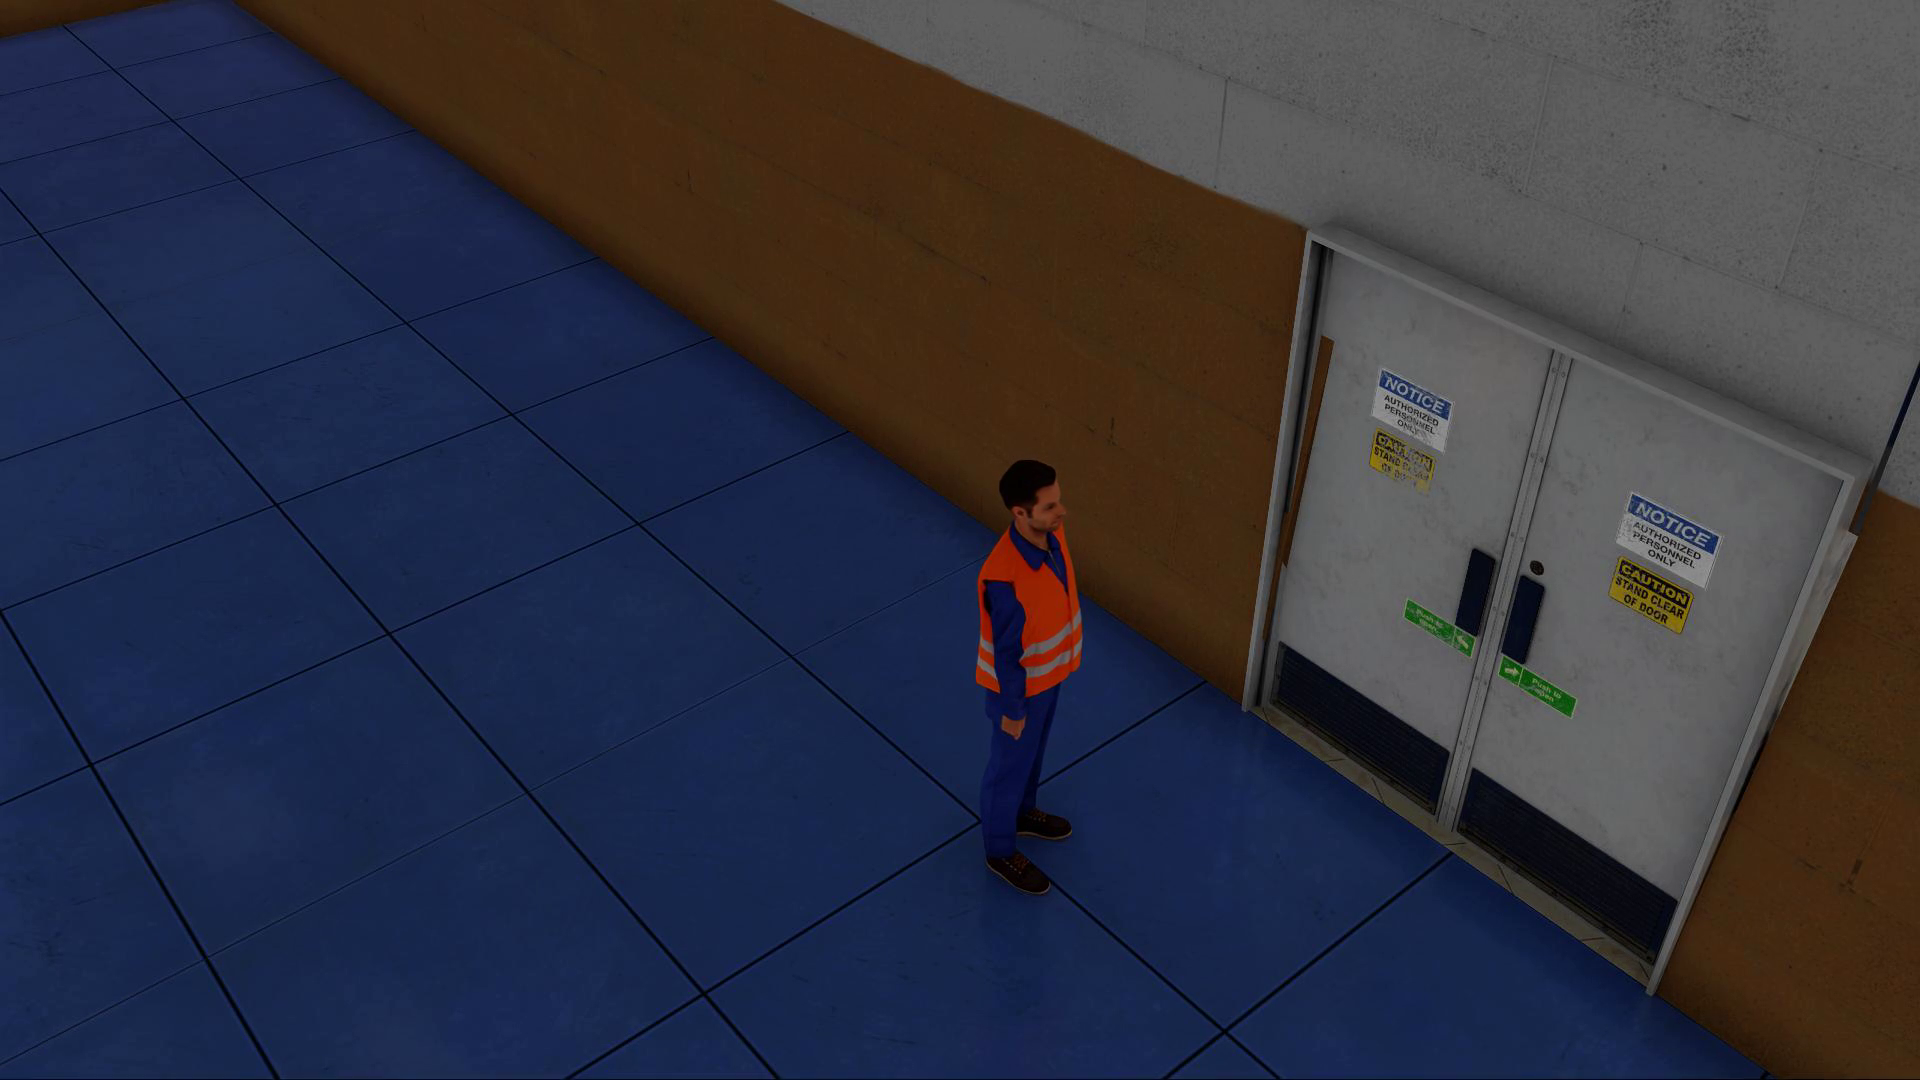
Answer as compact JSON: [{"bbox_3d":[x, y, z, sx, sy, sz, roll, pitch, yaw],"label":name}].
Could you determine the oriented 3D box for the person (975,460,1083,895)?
[{"bbox_3d":[0.240,0.487,6.072,0.838,1.864,0.720,13,39,17],"label":"person"}]
